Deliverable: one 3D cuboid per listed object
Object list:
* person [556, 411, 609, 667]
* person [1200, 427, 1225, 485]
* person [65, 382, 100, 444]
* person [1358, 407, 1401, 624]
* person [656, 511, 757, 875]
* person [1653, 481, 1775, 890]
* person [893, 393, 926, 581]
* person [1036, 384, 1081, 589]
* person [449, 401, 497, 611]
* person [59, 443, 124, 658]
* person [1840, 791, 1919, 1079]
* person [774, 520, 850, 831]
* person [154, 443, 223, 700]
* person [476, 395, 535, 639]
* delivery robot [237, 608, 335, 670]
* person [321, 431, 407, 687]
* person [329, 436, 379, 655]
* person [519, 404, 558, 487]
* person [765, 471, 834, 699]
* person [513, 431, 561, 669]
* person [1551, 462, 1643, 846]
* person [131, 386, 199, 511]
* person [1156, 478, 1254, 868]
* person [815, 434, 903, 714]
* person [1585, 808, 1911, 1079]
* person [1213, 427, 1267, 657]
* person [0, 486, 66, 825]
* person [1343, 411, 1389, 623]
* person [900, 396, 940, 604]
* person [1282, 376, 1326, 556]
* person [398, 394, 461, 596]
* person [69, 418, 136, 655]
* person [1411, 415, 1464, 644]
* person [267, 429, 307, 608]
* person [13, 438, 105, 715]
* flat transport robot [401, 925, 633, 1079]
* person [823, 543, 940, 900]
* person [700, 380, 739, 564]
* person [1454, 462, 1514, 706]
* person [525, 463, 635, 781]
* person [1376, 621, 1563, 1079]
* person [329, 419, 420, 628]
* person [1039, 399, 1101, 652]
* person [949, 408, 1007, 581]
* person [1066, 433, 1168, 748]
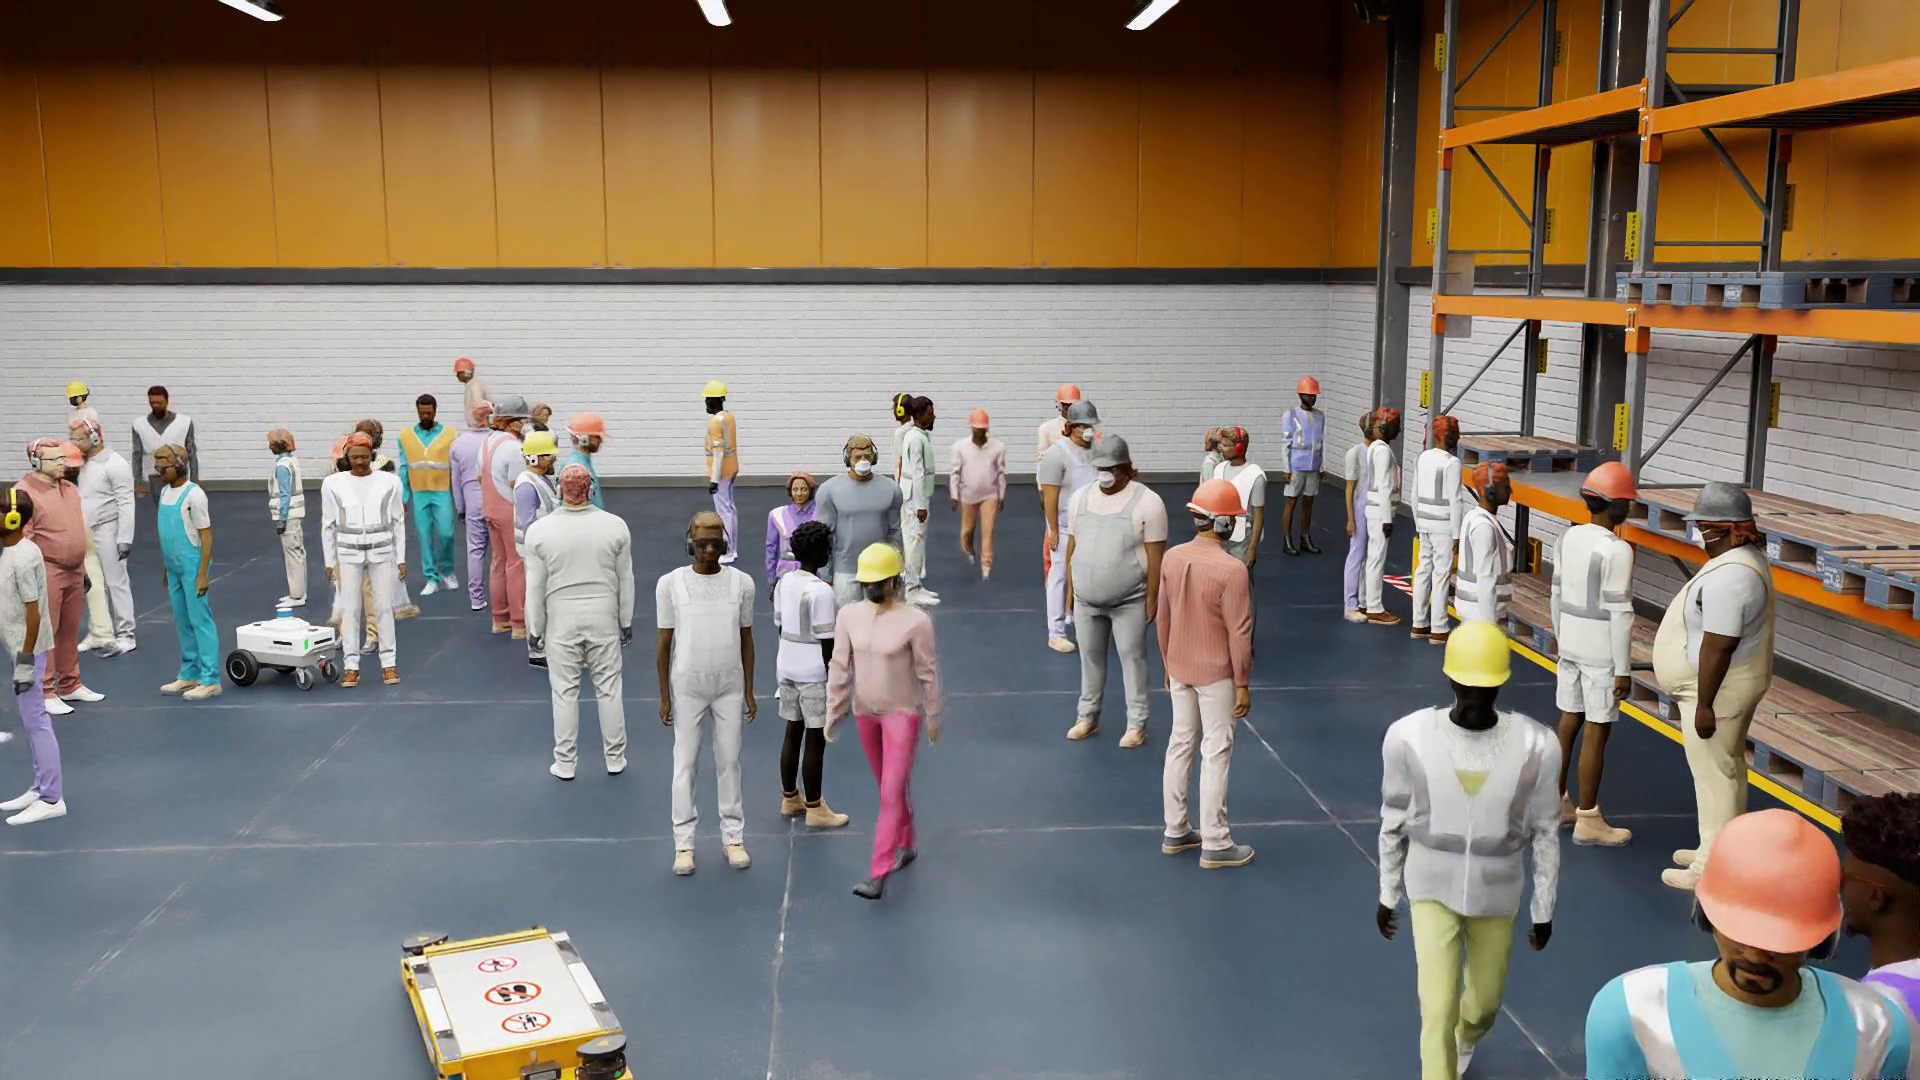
[{"bbox_3d":[-2.915,-0.009,12.899,0.416,1.985,0.615,-1,9,-7],"label":"person"},{"bbox_3d":[2.337,-0.220,15.294,0.307,1.639,0.525,3,9,16],"label":"person"},{"bbox_3d":[-10.519,-1.021,19.966,0.524,1.761,0.339,5,10,29],"label":"person"},{"bbox_3d":[3.660,-0.216,14.503,0.356,1.886,0.573,0,9,1],"label":"person"},{"bbox_3d":[-1.277,0.769,8.444,0.508,1.847,0.345,-3,10,-18],"label":"person"},{"bbox_3d":[3.713,0.703,8.243,0.536,2.000,0.684,7,11,36],"label":"person"},{"bbox_3d":[-0.524,-0.518,16.465,0.309,1.864,0.535,4,10,24],"label":"person"},{"bbox_3d":[1.030,-0.505,15.972,0.622,1.994,0.381,-4,10,-23],"label":"person"},{"bbox_3d":[-4.235,-0.302,14.981,0.638,1.907,0.408,1,9,6],"label":"person"},{"bbox_3d":[-6.915,0.099,13.036,0.574,1.713,0.834,-9,13,-44],"label":"person"},{"bbox_3d":[1.948,1.508,3.507,0.664,1.952,0.418,-6,11,-34],"label":"person"},{"bbox_3d":[-0.823,0.733,9.131,0.317,1.695,0.540,-6,11,-34],"label":"person"},{"bbox_3d":[-5.534,0.222,11.882,0.516,1.841,0.329,7,11,35],"label":"person"},{"bbox_3d":[-3.715,-0.206,13.954,0.535,2.000,0.686,-8,12,-40],"label":"person"},{"bbox_3d":[-4.986,0.749,12.313,0.707,0.478,0.477,4,10,21],"label":"delivery robot"},{"bbox_3d":[-4.386,0.139,12.262,0.584,1.887,0.349,-3,10,-20],"label":"person"},{"bbox_3d":[-4.863,0.040,13.296,0.562,1.755,0.323,4,10,21],"label":"person"},{"bbox_3d":[-4.763,-0.745,18.737,0.506,1.595,0.868,-8,12,-41],"label":"person"},{"bbox_3d":[-1.133,0.319,11.908,0.514,1.641,0.307,-1,9,-5],"label":"person"},{"bbox_3d":[-3.224,0.074,12.845,0.403,1.833,0.590,-1,9,-3],"label":"person"},{"bbox_3d":[3.411,0.600,8.889,0.398,2.040,0.612,-2,9,-12],"label":"person"},{"bbox_3d":[-8.171,-0.631,17.060,0.607,1.890,0.677,-2,9,-11],"label":"person"},{"bbox_3d":[1.281,0.674,8.567,0.397,1.992,0.623,-6,11,-34],"label":"person"},{"bbox_3d":[-0.686,0.231,11.526,0.633,1.939,0.368,-3,10,-20],"label":"person"},{"bbox_3d":[1.515,1.499,3.253,0.610,2.037,0.398,1,9,3],"label":"person"},{"bbox_3d":[2.184,0.022,13.146,0.389,1.840,0.567,-6,11,-31],"label":"person"},{"bbox_3d":[-5.206,0.631,9.220,0.329,1.877,0.510,-6,11,-33],"label":"person"},{"bbox_3d":[3.577,-0.204,14.546,0.516,1.845,0.332,-6,11,-34],"label":"person"},{"bbox_3d":[-0.384,-0.371,15.370,0.382,1.918,0.597,-1,9,-3],"label":"person"},{"bbox_3d":[3.729,-0.798,17.986,0.543,1.940,0.361,-4,10,-25],"label":"person"},{"bbox_3d":[-5.009,-0.431,15.785,0.593,1.911,0.428,-1,9,-5],"label":"person"},{"bbox_3d":[-6.877,-0.023,13.244,0.653,1.899,0.405,4,10,23],"label":"person"},{"bbox_3d":[3.946,-0.088,13.698,0.341,1.882,0.587,-3,10,-19],"label":"person"},{"bbox_3d":[-6.132,-0.199,15.176,0.309,1.637,0.513,-2,9,-13],"label":"person"},{"bbox_3d":[-6.279,0.241,11.565,0.407,1.908,0.641,1,9,5],"label":"person"},{"bbox_3d":[-1.788,1.850,6.578,0.652,0.197,1.431,-4,10,-25],"label":"flat transport robot"},{"bbox_3d":[-0.409,0.876,8.148,0.532,1.723,0.894,5,10,26],"label":"person"},{"bbox_3d":[-2.523,-0.708,17.456,0.380,1.928,0.586,1,9,7],"label":"person"},{"bbox_3d":[3.244,0.458,10.289,0.355,1.880,0.575,2,9,11],"label":"person"},{"bbox_3d":[-2.279,0.491,9.993,0.639,1.910,0.407,-3,10,-19],"label":"person"},{"bbox_3d":[1.758,1.171,5.790,0.596,1.897,0.834,2,9,14],"label":"person"},{"bbox_3d":[-5.115,-0.145,14.345,0.631,1.806,0.940,3,10,20],"label":"person"},{"bbox_3d":[0.994,-0.127,13.455,0.682,2.000,0.536,-8,12,-39],"label":"person"},{"bbox_3d":[0.176,-0.486,16.713,0.585,1.719,0.736,-1,9,-4],"label":"person"},{"bbox_3d":[0.960,0.310,10.709,0.689,2.000,0.535,5,11,31],"label":"person"}]
